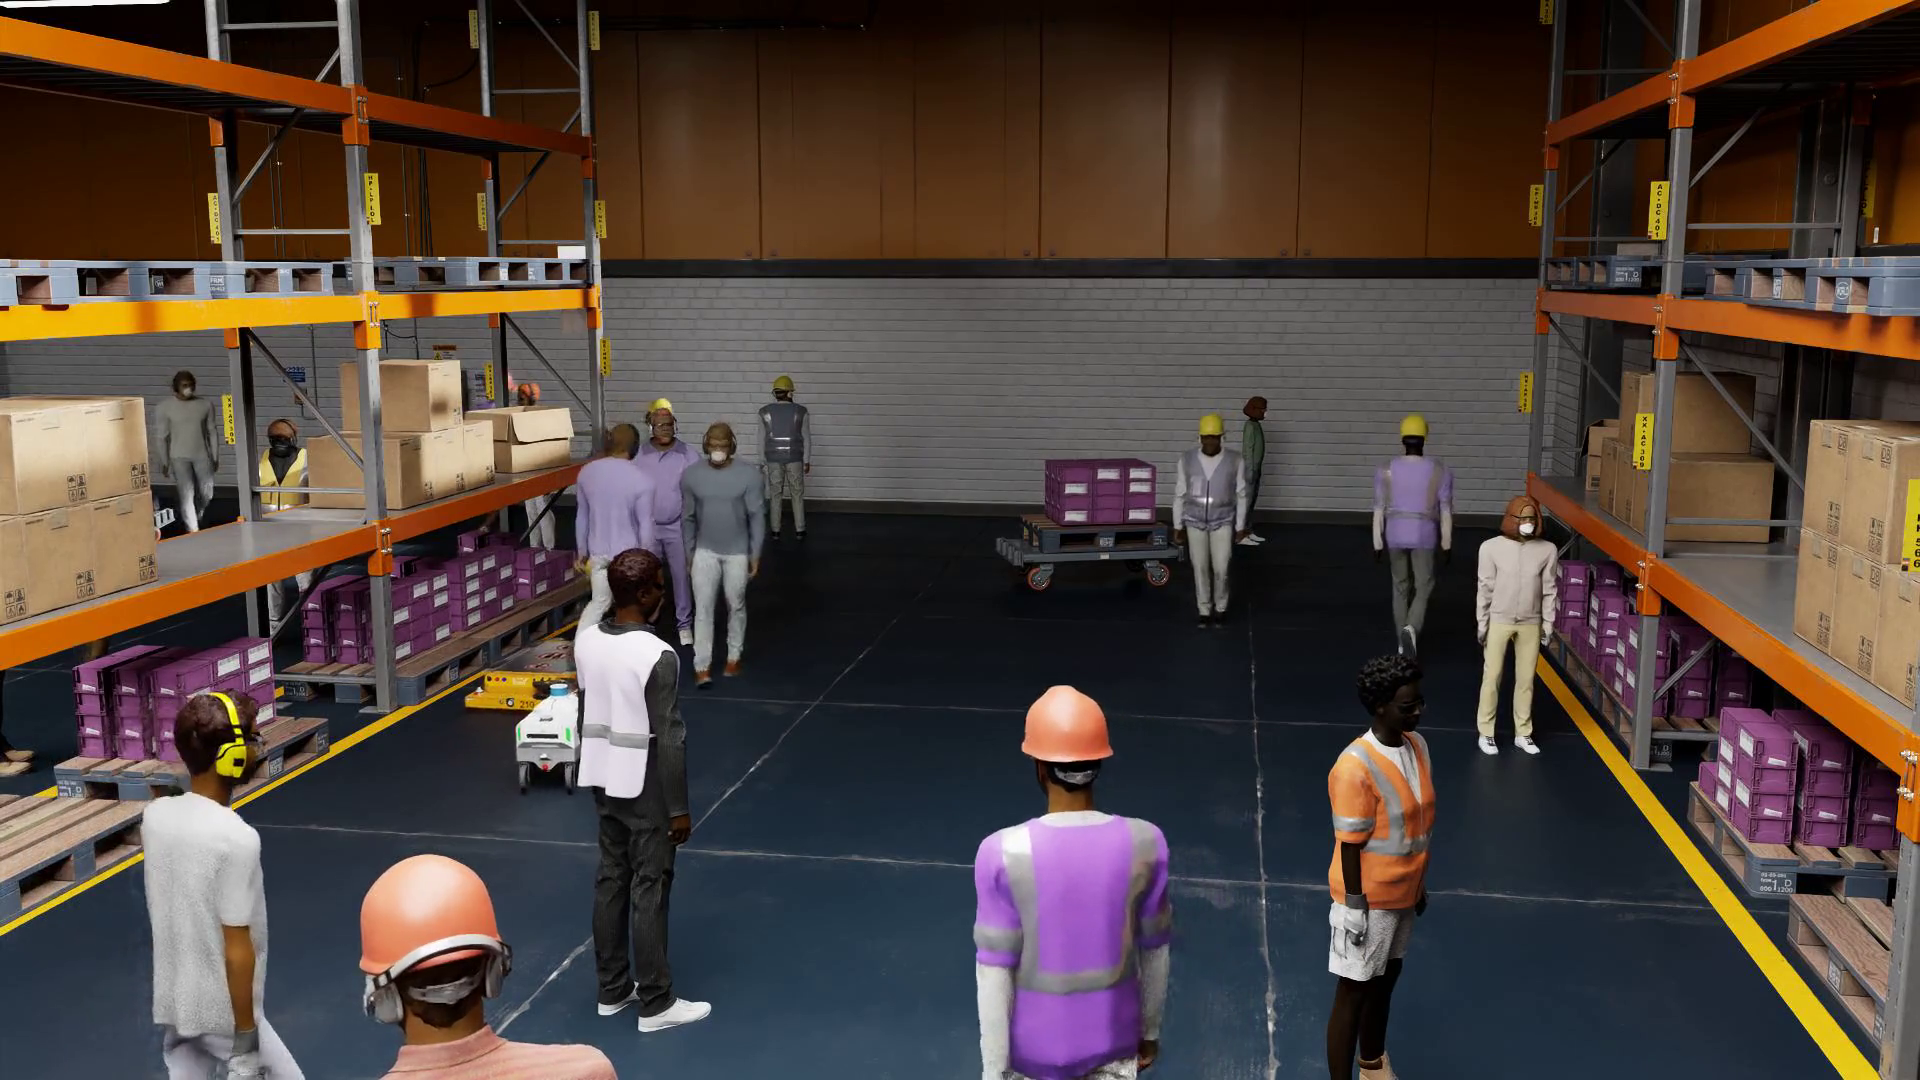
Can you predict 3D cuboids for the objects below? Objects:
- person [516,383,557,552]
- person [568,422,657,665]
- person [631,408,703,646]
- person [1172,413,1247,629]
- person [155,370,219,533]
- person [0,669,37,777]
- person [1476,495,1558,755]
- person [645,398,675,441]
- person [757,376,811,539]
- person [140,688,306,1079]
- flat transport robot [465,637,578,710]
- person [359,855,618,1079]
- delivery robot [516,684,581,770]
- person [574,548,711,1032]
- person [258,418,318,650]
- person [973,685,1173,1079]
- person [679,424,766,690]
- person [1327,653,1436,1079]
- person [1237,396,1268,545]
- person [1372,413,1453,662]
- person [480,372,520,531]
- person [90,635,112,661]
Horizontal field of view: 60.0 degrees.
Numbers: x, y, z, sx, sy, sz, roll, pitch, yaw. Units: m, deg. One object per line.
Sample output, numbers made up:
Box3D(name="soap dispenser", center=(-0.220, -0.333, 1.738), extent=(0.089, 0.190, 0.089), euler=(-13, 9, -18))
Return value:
Box3D(name="person", center=(-4.243, -0.631, 16.622), extent=(0.337, 1.882, 0.583), euler=(-8, 12, -42))
Box3D(name="person", center=(-2.497, 0.127, 11.879), extent=(0.672, 1.912, 0.723), euler=(3, 10, 17))
Box3D(name="person", center=(-2.362, -0.100, 13.263), extent=(0.643, 1.913, 0.408), euler=(-1, 9, -4))
Box3D(name="person", center=(2.065, -0.147, 13.847), extent=(0.609, 1.814, 0.465), euler=(3, 10, 16))
Box3D(name="person", center=(-8.415, -0.894, 18.134), extent=(0.641, 1.922, 0.688), euler=(-9, 13, -43))
Box3D(name="person", center=(-5.761, 0.483, 9.874), extent=(0.344, 1.845, 0.506), euler=(-4, 10, -22))
Box3D(name="person", center=(3.432, 0.527, 10.284), extent=(0.493, 1.625, 0.281), euler=(0, 9, 1))
Box3D(name="person", center=(-3.076, -0.592, 16.919), extent=(0.717, 1.711, 0.486), euler=(-2, 9, -11))
Box3D(name="person", center=(-1.952, -0.913, 18.535), extent=(0.591, 1.828, 0.404), euler=(0, 9, -1))
Box3D(name="person", center=(-2.027, 1.317, 4.760), extent=(0.538, 1.830, 0.871), euler=(6, 11, 31))
Box3D(name="flat transport robot", center=(-2.925, 0.941, 11.890), extent=(0.652, 0.197, 1.431), euler=(1, 9, 8))
Box3D(name="person", center=(-0.882, 1.530, 2.978), extent=(0.611, 1.986, 0.393), euler=(-6, 11, -32))
Box3D(name="delivery robot", center=(-2.354, 1.091, 9.783), extent=(0.477, 0.478, 0.707), euler=(0, 10, 3))
Box3D(name="person", center=(-1.286, 0.982, 6.570), extent=(0.591, 1.919, 0.390), euler=(8, 12, 40))
Box3D(name="person", center=(-5.315, -0.043, 13.151), extent=(0.619, 1.838, 0.430), euler=(-1, 9, -8))
Box3D(name="person", center=(0.309, 1.331, 4.527), extent=(0.564, 1.888, 0.986), euler=(-2, 9, -10))
Box3D(name="person", center=(-1.715, 0.119, 11.970), extent=(0.642, 1.890, 0.965), euler=(0, 9, 1))
Box3D(name="person", center=(1.462, 1.221, 5.776), extent=(0.318, 1.697, 0.535), euler=(8, 12, 40))
Box3D(name="person", center=(3.207, -0.757, 18.198), extent=(0.272, 1.627, 0.502), euler=(3, 10, 20))
Box3D(name="person", center=(3.444, -0.012, 12.724), extent=(0.597, 1.911, 0.710), euler=(4, 10, 24))
Box3D(name="person", center=(-4.730, -0.760, 17.087), extent=(0.592, 1.999, 0.673), euler=(-3, 10, -20))
Box3D(name="person", center=(-6.157, 0.139, 11.856), extent=(0.580, 1.888, 0.547), euler=(7, 11, 36))
